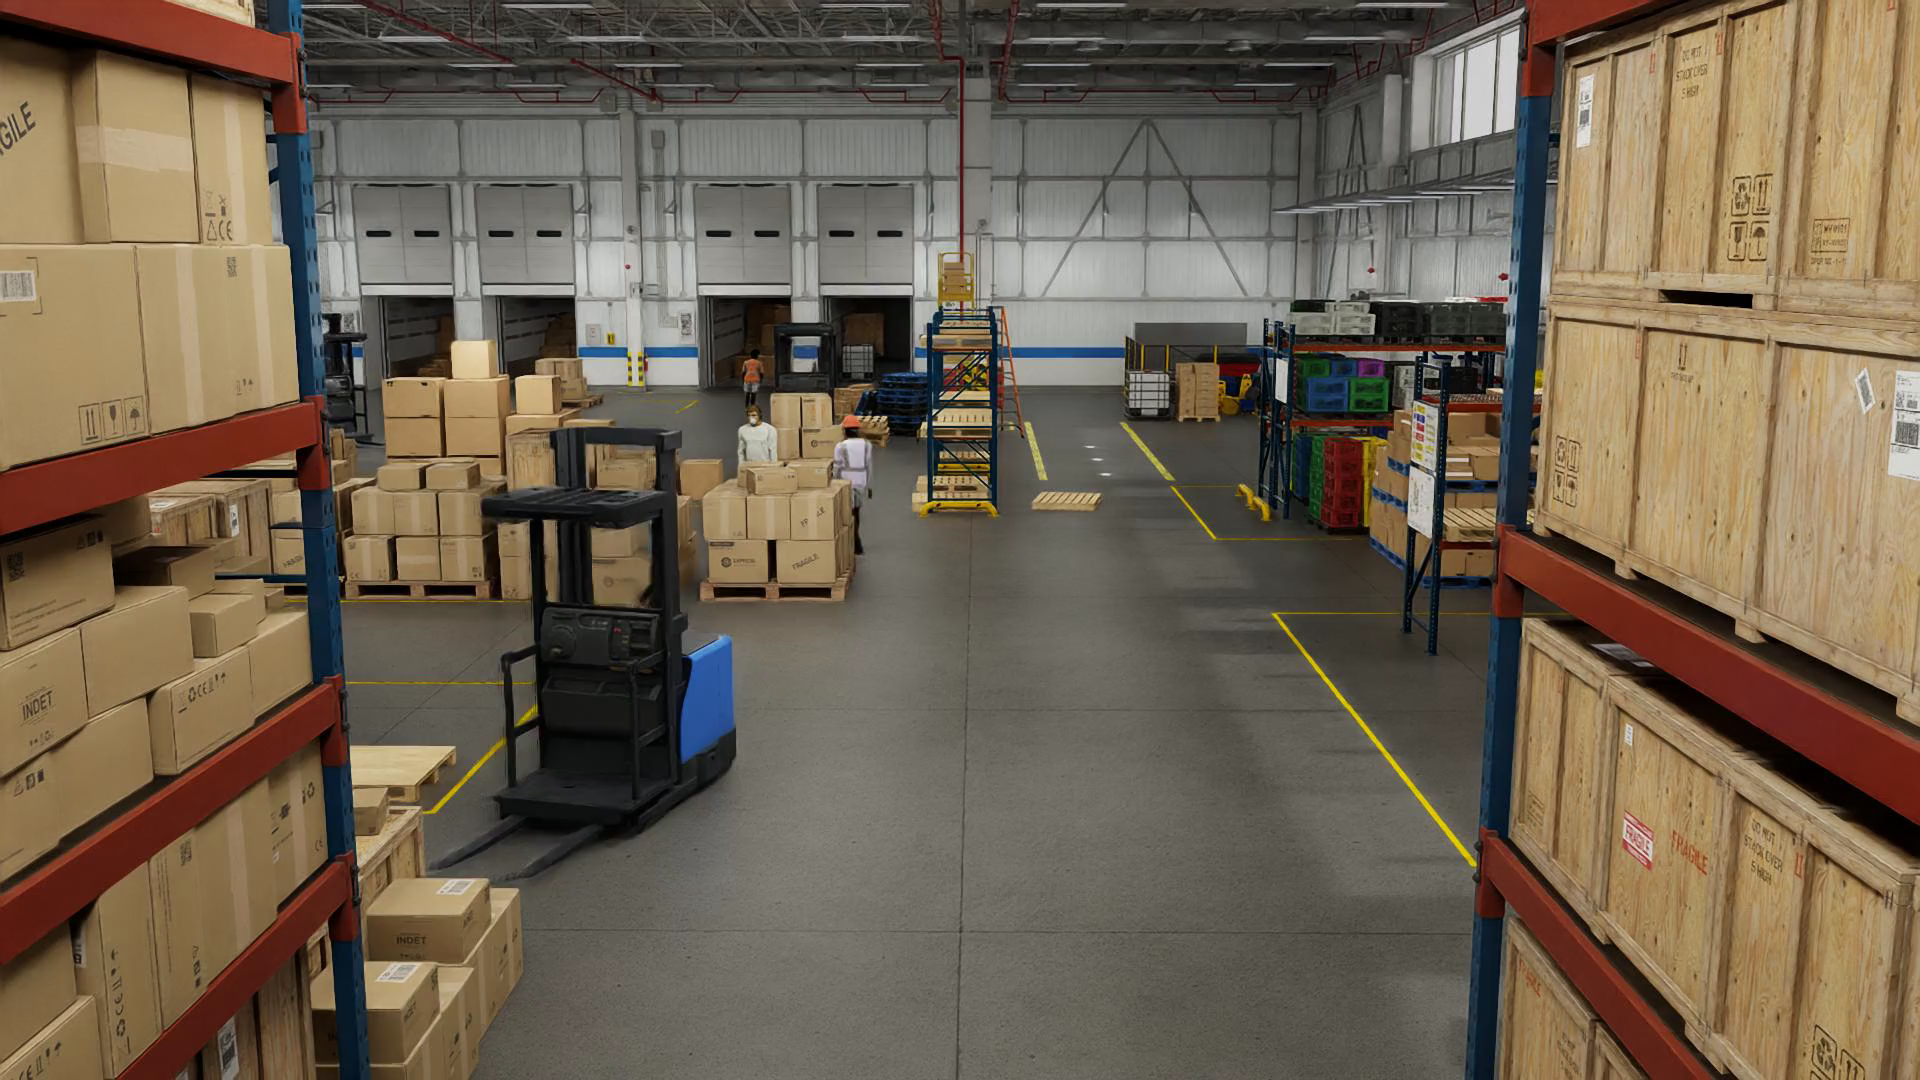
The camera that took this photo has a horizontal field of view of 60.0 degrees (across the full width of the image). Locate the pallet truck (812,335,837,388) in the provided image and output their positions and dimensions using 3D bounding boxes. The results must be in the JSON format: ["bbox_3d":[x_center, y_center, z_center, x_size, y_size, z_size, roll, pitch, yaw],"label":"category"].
[{"bbox_3d":[-3.021,-4.312,43.126,1.885,1.965,0.823,3,10,17],"label":"pallet truck"}]

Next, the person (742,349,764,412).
[{"bbox_3d":[-5.329,-4.072,42.740,0.568,1.646,0.602,2,10,13],"label":"person"}]

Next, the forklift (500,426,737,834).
[{"bbox_3d":[-2.544,0.545,12.557,1.129,2.768,1.873,3,10,16],"label":"forklift"}]

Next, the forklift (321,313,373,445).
[{"bbox_3d":[-13.638,-3.434,35.516,1.873,2.768,1.129,8,13,39],"label":"forklift"}]

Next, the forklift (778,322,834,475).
[{"bbox_3d":[-2.909,-2.674,31.130,1.129,2.768,1.873,-1,10,-5],"label":"forklift"}]

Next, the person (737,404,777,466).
[{"bbox_3d":[-2.971,-1.028,24.403,0.629,1.929,0.362,3,10,17],"label":"person"}]

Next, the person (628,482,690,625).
[{"bbox_3d":[-3.338,0.137,18.381,0.570,1.685,0.540,-3,10,-15],"label":"person"}]

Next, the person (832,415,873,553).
[{"bbox_3d":[-1.475,-0.759,22.999,0.559,1.918,0.867,-5,11,-26],"label":"person"}]
